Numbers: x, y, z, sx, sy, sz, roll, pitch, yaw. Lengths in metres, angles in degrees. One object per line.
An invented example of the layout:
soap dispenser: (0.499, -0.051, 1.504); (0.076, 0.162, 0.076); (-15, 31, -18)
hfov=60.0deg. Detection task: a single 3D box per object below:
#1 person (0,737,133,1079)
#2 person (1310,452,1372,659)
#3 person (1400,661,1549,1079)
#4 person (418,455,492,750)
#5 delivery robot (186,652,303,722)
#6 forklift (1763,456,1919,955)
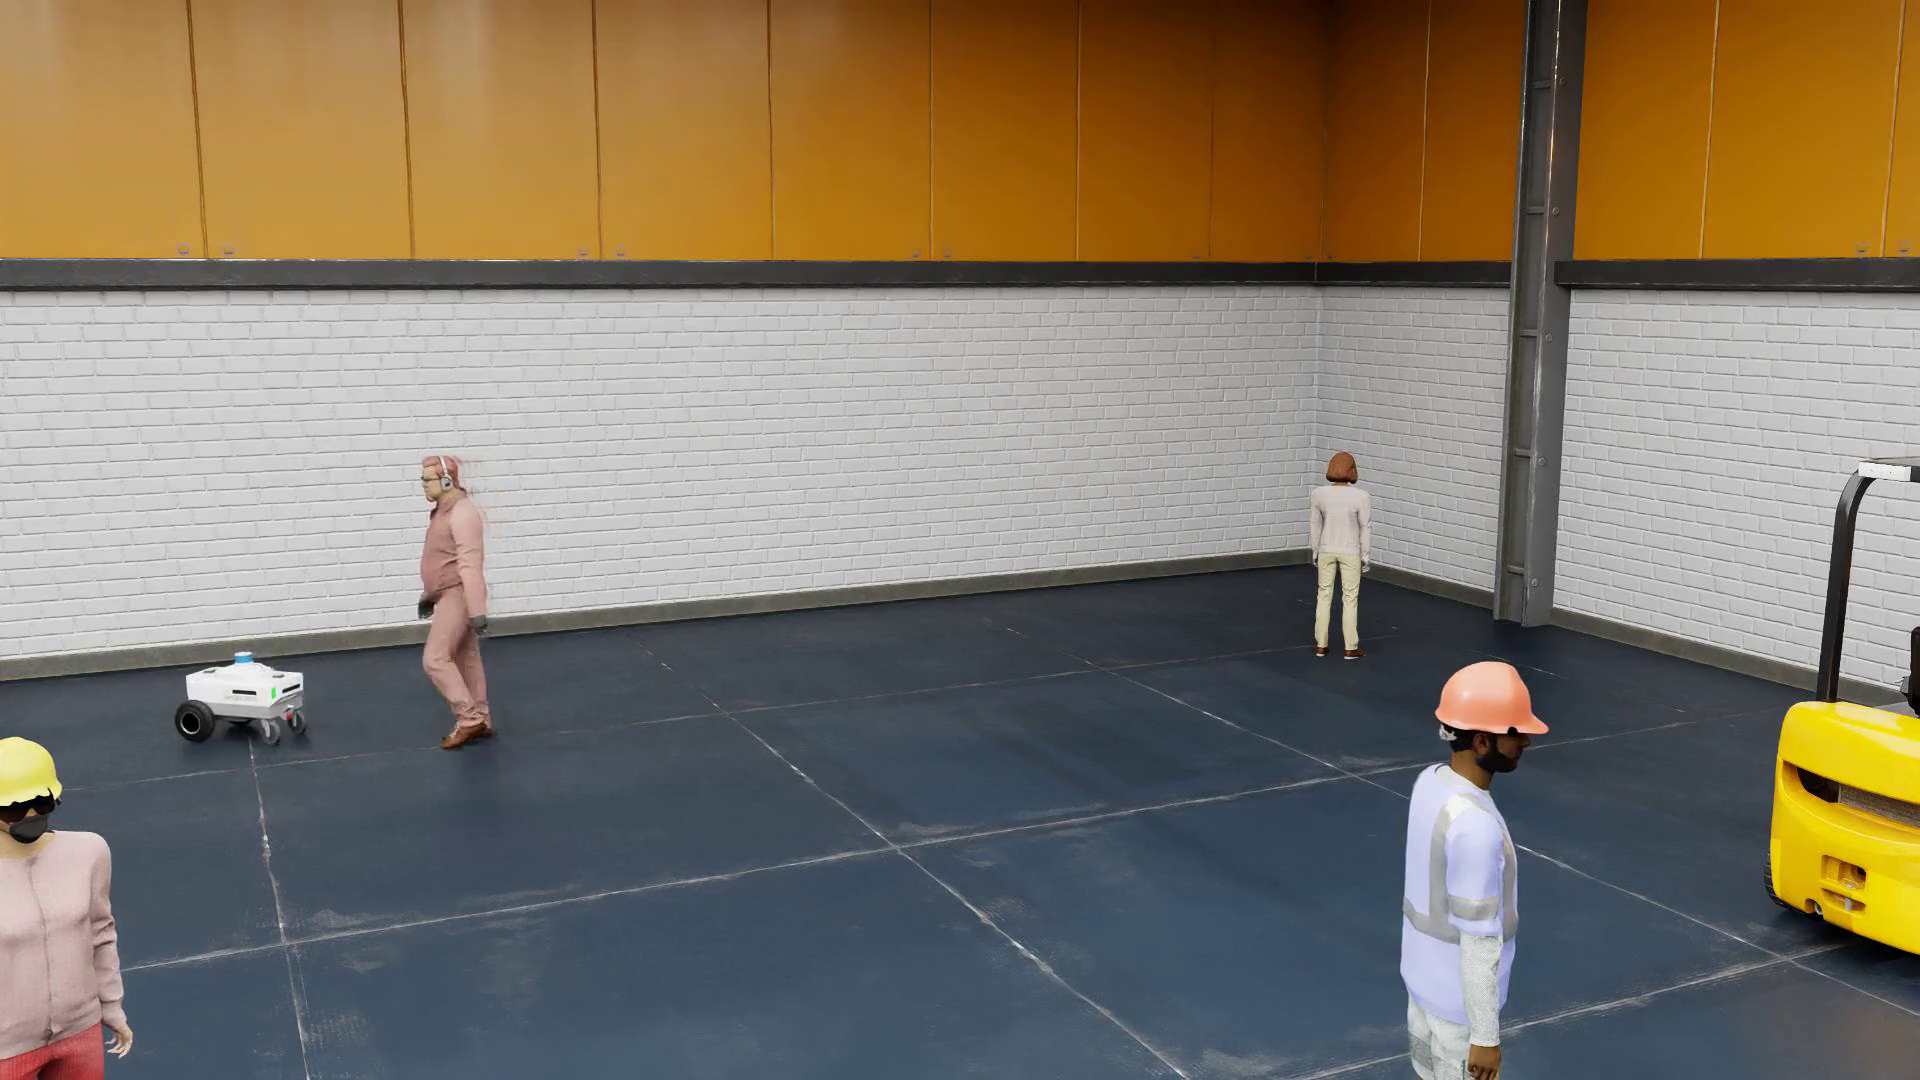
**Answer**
person: (-2.593, 1.408, 4.683); (0.326, 1.767, 0.533); (6, 11, 32)
person: (2.989, 0.121, 13.072); (0.499, 1.635, 0.287); (6, 11, 31)
person: (1.475, 1.298, 4.835); (0.363, 1.935, 0.553); (0, 9, 0)
person: (-3.243, 0.392, 10.618); (0.505, 1.887, 0.663); (-3, 10, -21)
delivery robot: (-4.654, 0.974, 10.834); (0.707, 0.478, 0.477); (2, 10, 15)
forklift: (4.857, 0.731, 7.561); (2.313, 2.155, 1.214); (-4, 10, -25)
